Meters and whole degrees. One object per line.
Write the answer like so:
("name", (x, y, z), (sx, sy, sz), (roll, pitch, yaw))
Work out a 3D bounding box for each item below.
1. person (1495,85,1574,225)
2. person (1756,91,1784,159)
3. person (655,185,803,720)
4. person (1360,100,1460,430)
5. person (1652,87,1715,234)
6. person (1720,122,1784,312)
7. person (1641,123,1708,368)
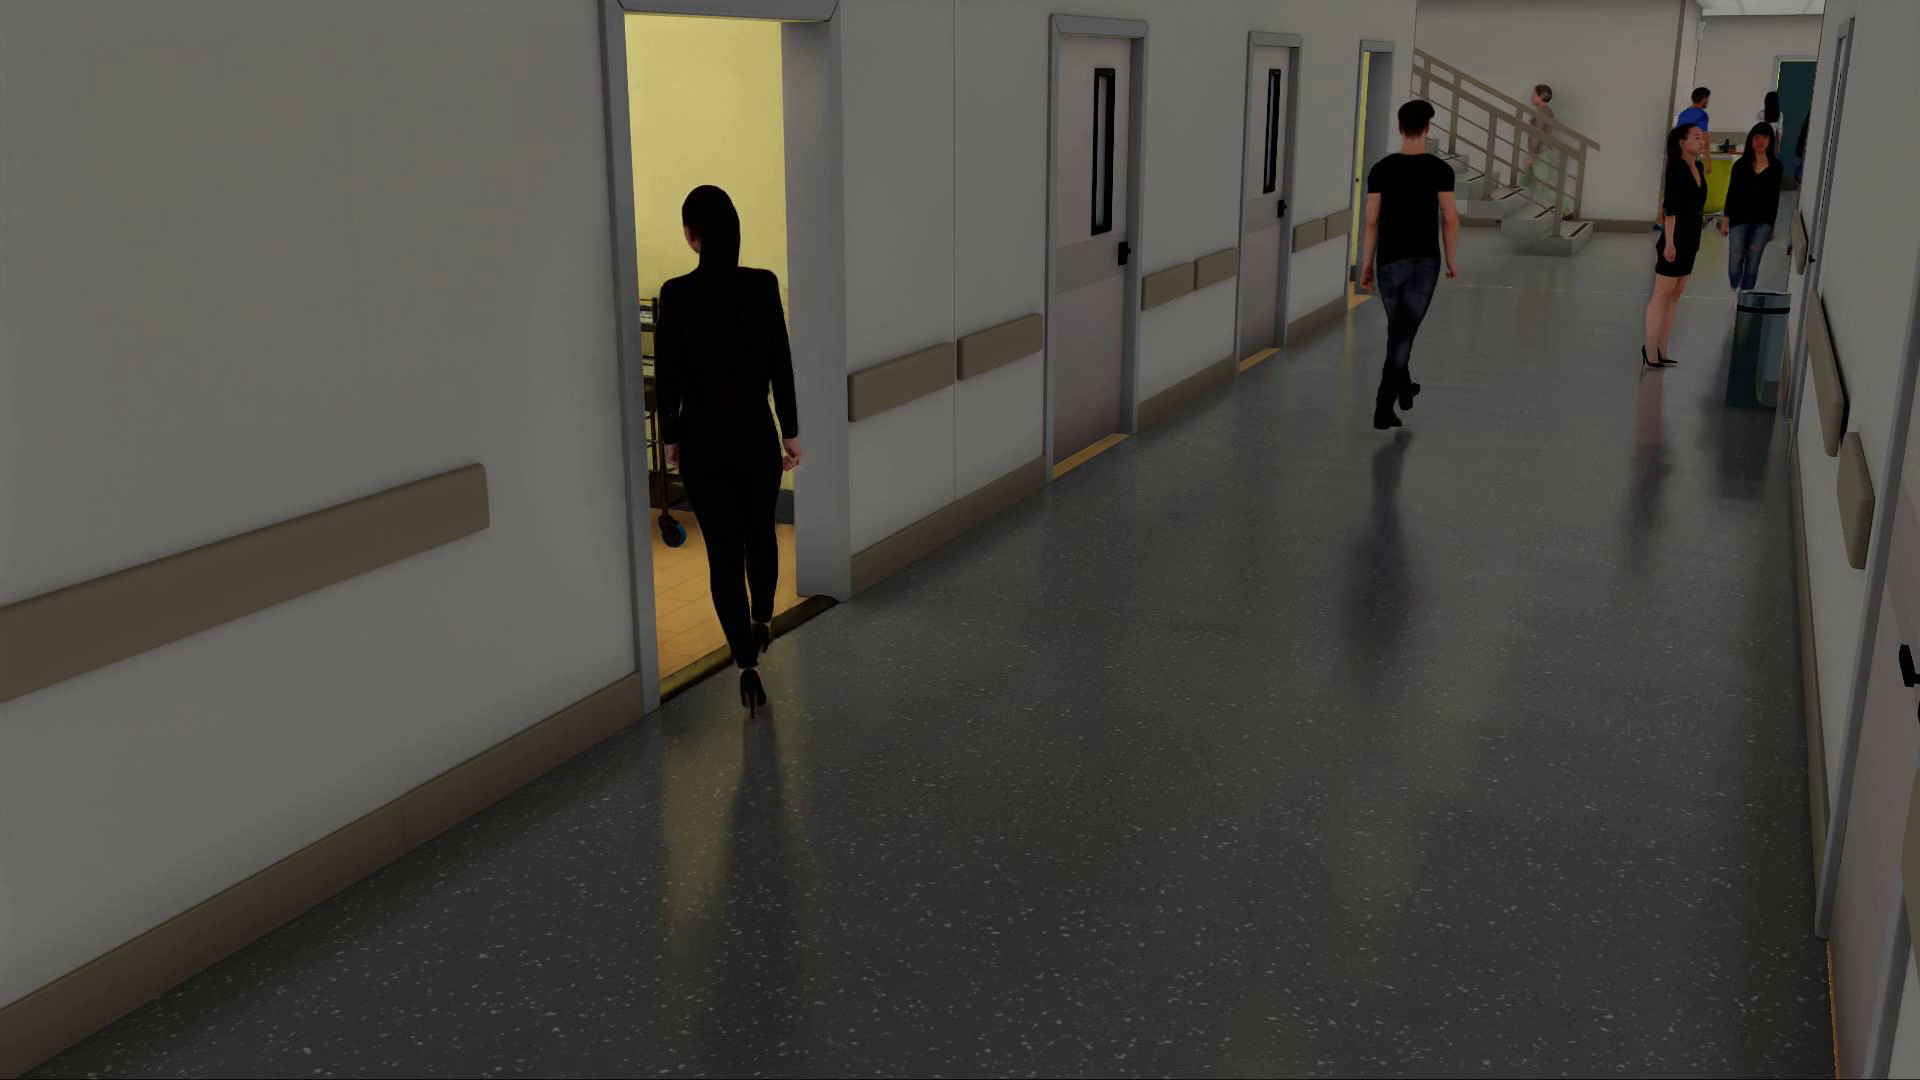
("person", (7.739, -5.028, 21.944), (1.226, 1.852, 0.701), (6, 17, 21))
("person", (12.939, -6.306, 26.696), (0.573, 1.734, 0.728), (2, 16, 7))
("person", (-0.725, -0.248, 5.303), (0.935, 1.683, 0.959), (-3, 16, -11))
("person", (2.544, -1.525, 9.550), (1.201, 1.837, 0.819), (9, 18, 30))
("person", (9.161, -4.790, 21.187), (1.322, 1.806, 1.191), (-3, 16, -11))
("person", (6.651, -2.665, 13.988), (0.930, 1.622, 0.627), (7, 17, 23))
("person", (5.074, -2.084, 11.791), (0.668, 1.696, 0.647), (-14, 21, -42))
